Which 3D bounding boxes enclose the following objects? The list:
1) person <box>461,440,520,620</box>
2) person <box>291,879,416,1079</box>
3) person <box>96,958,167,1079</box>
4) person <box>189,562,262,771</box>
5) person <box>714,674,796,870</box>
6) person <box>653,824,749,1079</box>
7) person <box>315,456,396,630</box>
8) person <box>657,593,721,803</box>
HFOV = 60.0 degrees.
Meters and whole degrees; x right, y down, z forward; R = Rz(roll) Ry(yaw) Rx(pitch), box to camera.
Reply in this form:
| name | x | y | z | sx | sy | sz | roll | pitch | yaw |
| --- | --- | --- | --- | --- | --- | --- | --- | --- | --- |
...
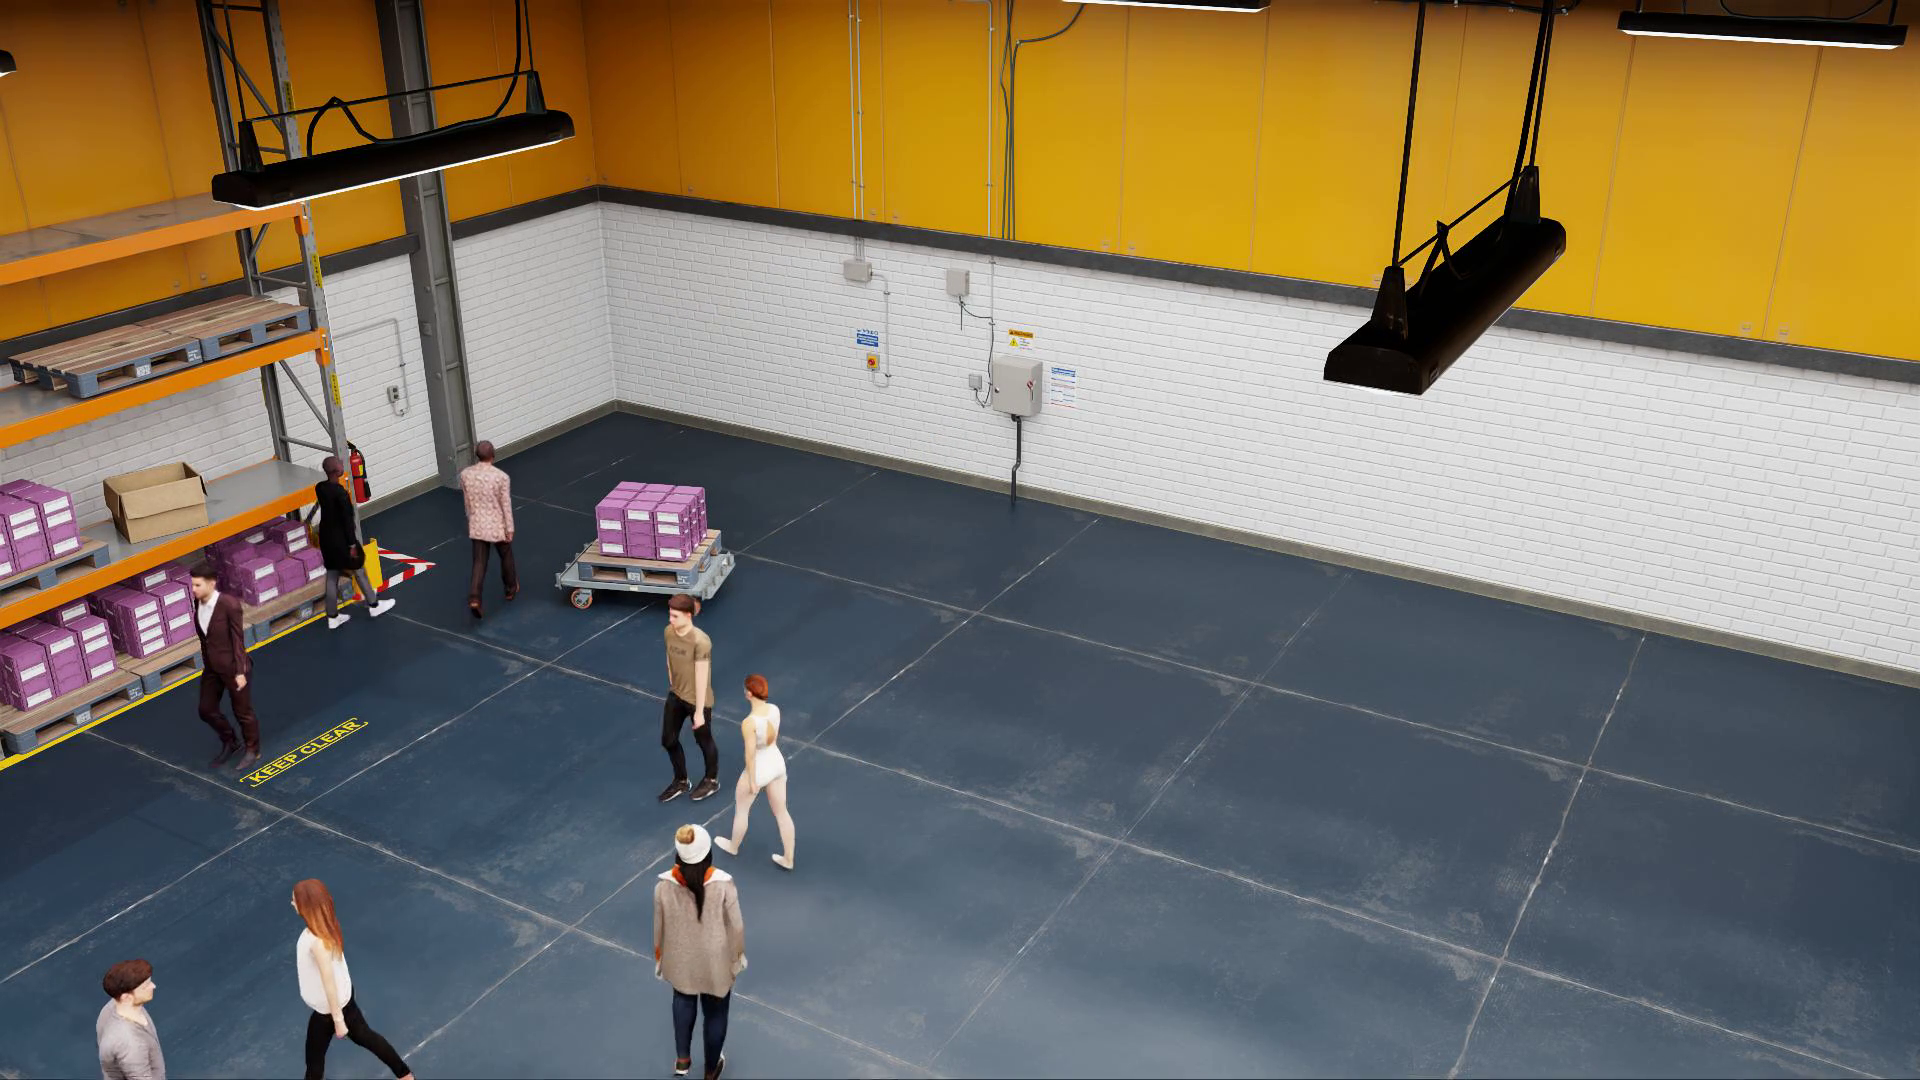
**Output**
| name | x | y | z | sx | sy | sz | roll | pitch | yaw |
| --- | --- | --- | --- | --- | --- | --- | --- | --- | --- |
| person | -4.712 | -0.093 | 16.521 | 1.029 | 1.788 | 1.265 | 1 | 24 | 2 |
| person | -3.708 | 2.787 | 10.072 | 1.126 | 1.678 | 1.098 | -5 | 24 | -11 |
| person | -4.579 | 3.127 | 9.061 | 1.207 | 1.864 | 1.077 | -11 | 26 | -23 |
| person | -6.086 | 1.015 | 13.906 | 0.745 | 1.853 | 0.700 | 7 | 25 | 16 |
| person | -1.407 | 1.770 | 12.469 | 0.720 | 1.620 | 0.868 | 18 | 30 | 36 |
| person | -1.636 | 2.599 | 10.240 | 0.820 | 1.886 | 0.821 | 3 | 24 | 7 |
| person | -6.125 | 0.051 | 16.252 | 0.678 | 1.740 | 0.904 | 12 | 26 | 26 |
| person | -2.091 | 1.244 | 13.402 | 0.686 | 1.838 | 0.755 | 16 | 28 | 31 |
